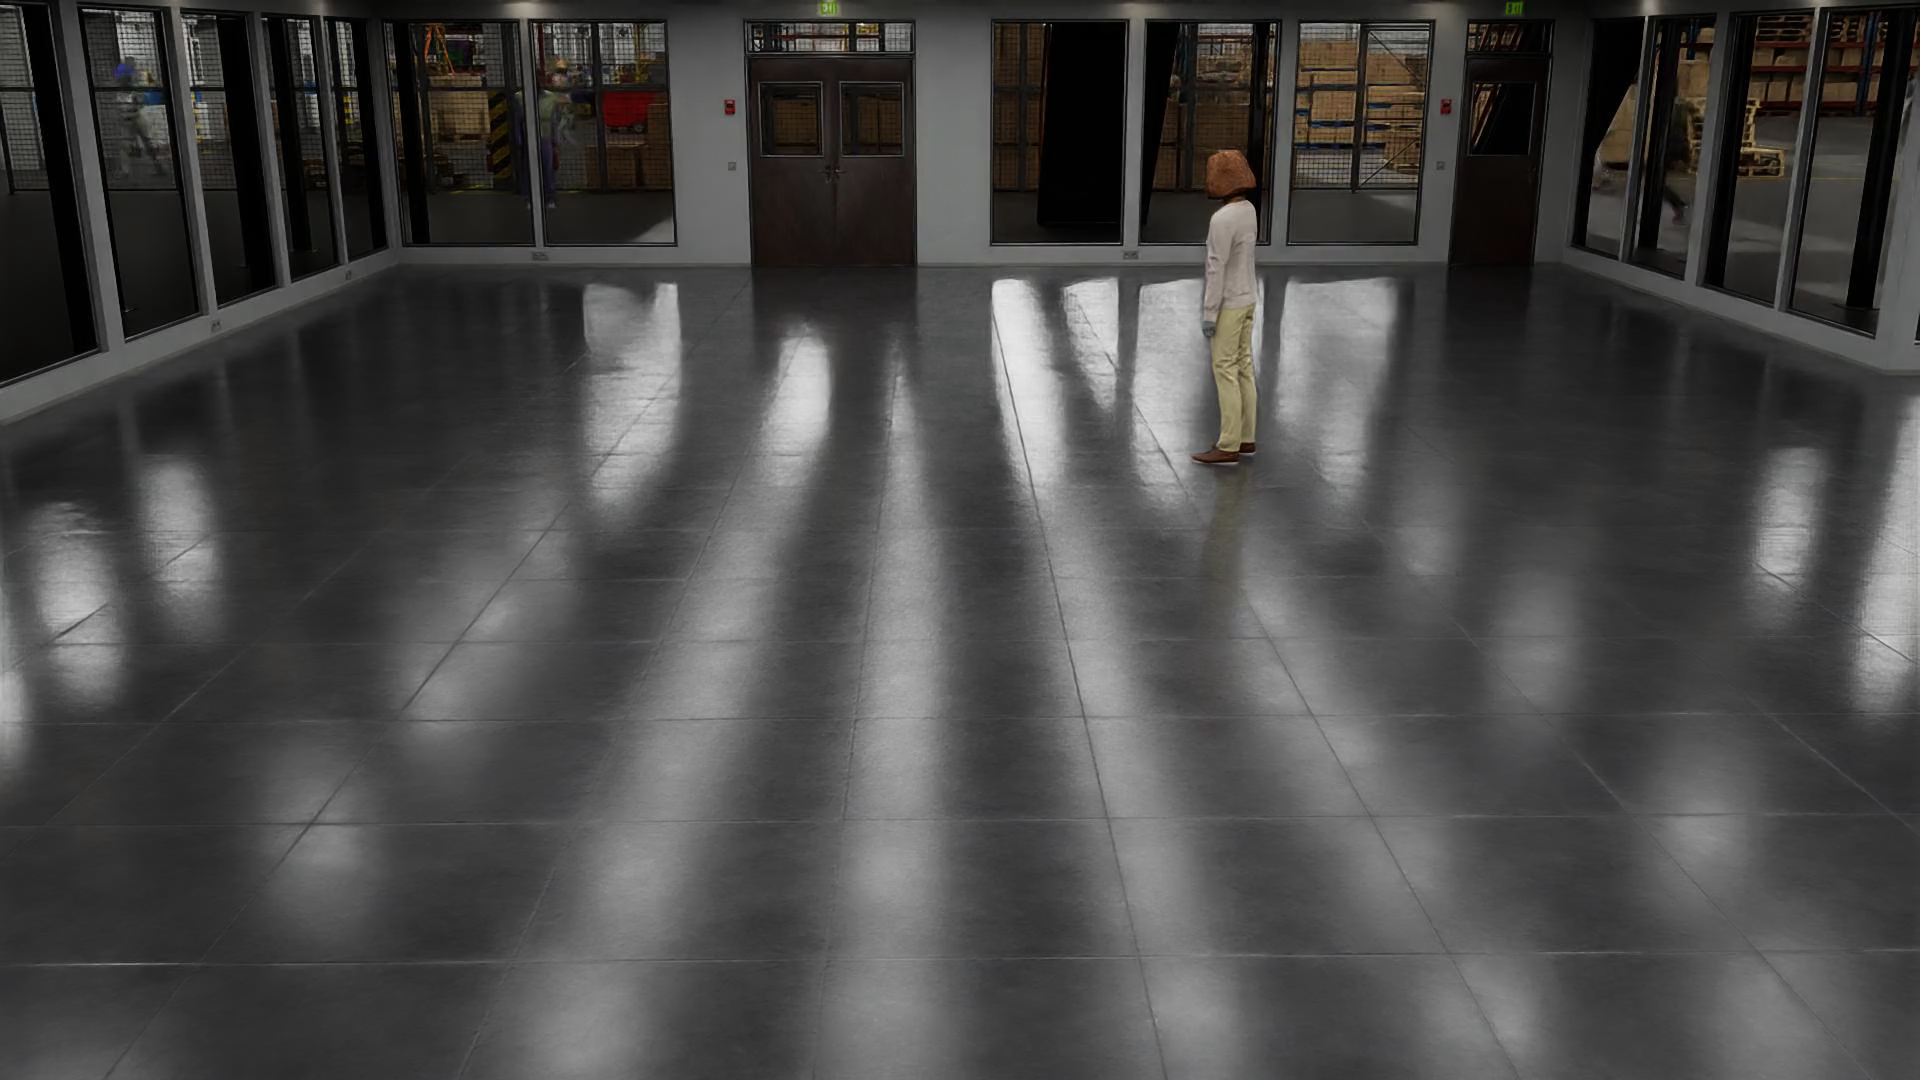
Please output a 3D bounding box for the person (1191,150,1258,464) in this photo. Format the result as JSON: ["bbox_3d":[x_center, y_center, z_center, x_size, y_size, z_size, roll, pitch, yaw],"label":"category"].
[{"bbox_3d":[1.404,-1.210,8.722,0.287,1.628,0.499,9,19,28],"label":"person"}]
